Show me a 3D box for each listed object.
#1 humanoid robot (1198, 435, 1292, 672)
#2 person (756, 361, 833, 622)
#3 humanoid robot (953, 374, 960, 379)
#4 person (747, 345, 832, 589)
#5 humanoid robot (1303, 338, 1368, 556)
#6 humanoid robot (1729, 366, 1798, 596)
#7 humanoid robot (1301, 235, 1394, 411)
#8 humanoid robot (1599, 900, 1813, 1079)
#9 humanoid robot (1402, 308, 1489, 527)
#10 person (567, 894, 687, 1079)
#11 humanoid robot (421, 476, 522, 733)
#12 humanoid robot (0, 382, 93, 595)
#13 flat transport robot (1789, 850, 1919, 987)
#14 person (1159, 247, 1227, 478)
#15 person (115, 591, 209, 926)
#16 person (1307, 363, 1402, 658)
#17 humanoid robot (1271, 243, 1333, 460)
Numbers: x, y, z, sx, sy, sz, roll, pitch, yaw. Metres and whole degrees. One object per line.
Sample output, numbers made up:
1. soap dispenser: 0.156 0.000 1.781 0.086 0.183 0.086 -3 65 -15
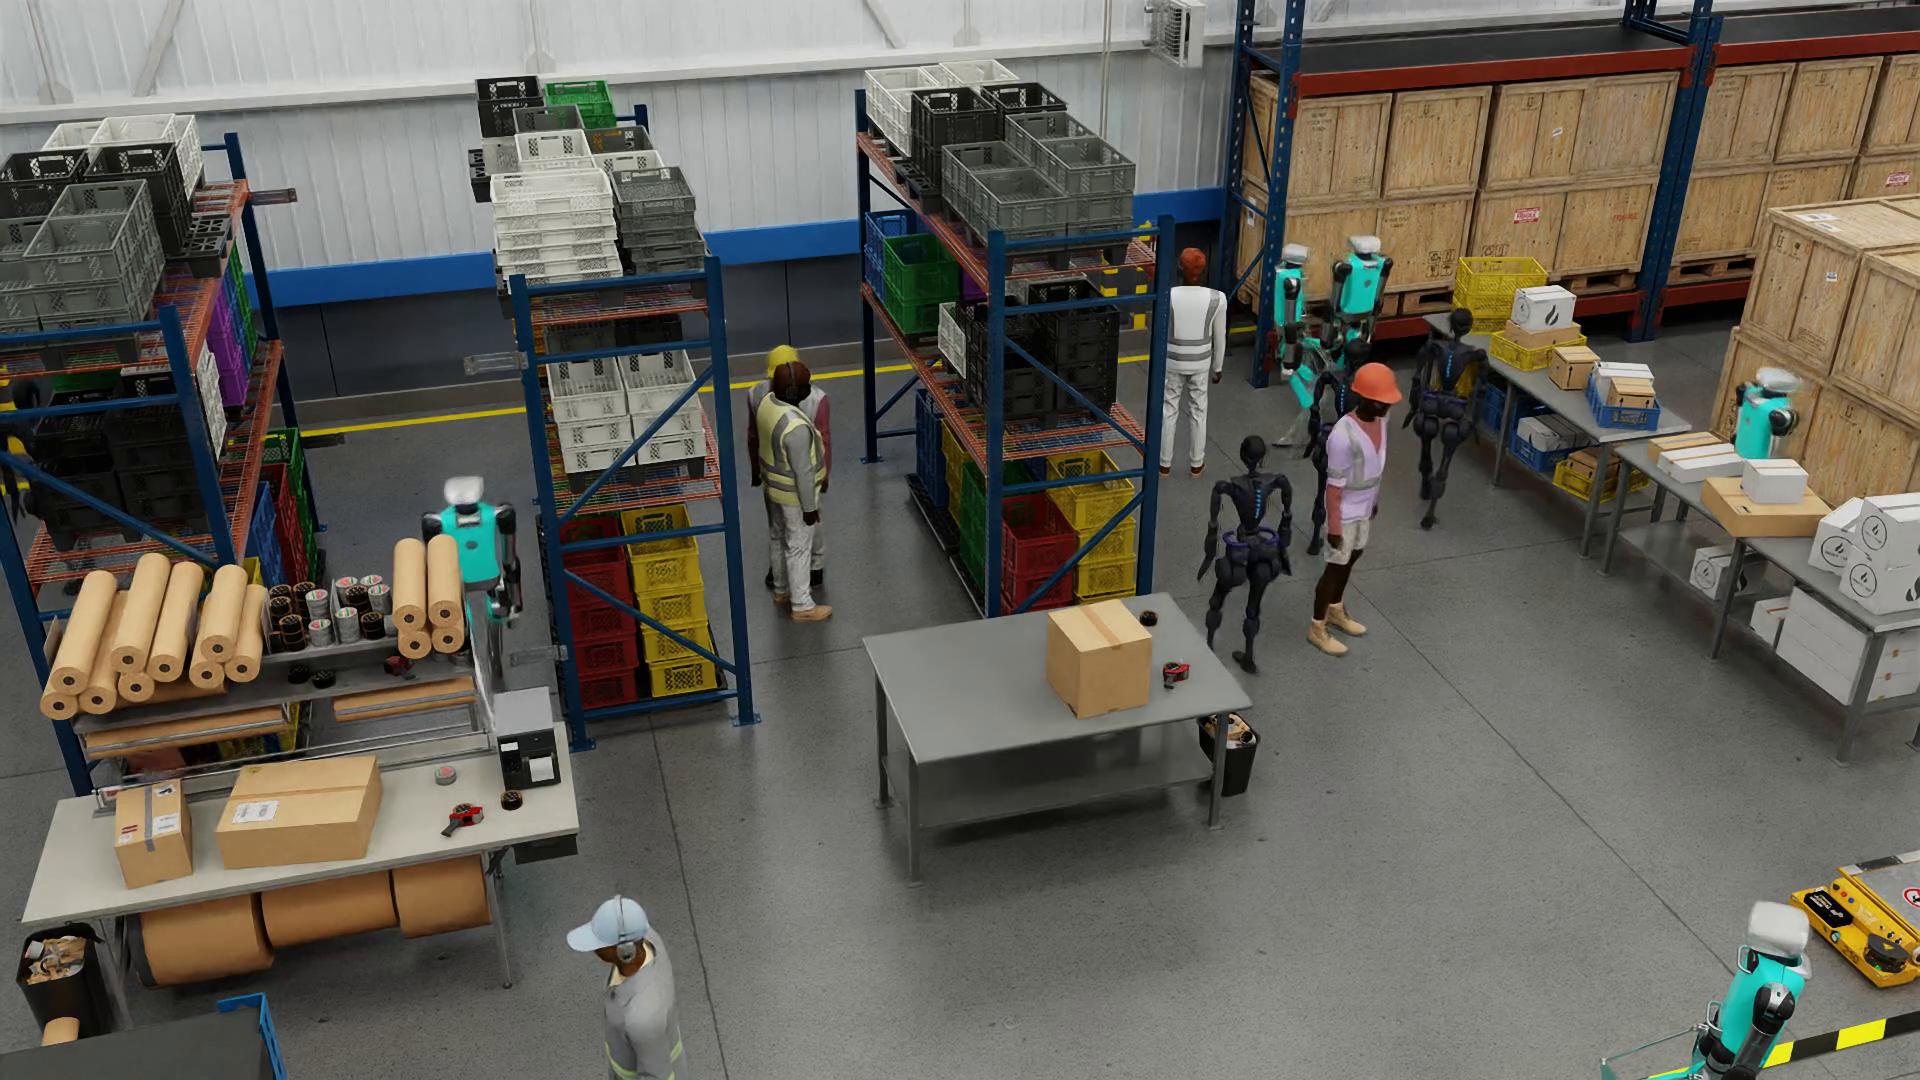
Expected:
1. humanoid robot: 1.814 0.076 10.550 0.609 1.646 0.390 -5 29 -10
2. person: -1.104 -0.334 11.136 0.429 1.842 0.630 -14 32 -24
3. humanoid robot: 0.195 -1.713 13.759 0.782 1.779 0.530 -2 29 -4
4. person: -1.171 -0.500 11.461 0.593 1.826 0.404 5 29 10
5. humanoid robot: 2.729 -0.653 11.872 0.599 1.657 0.315 18 34 30
6. humanoid robot: 5.580 -0.328 11.289 0.870 1.849 0.544 -5 29 -8
7. humanoid robot: 3.136 -1.753 13.849 0.539 1.740 1.022 -12 31 -20
8. humanoid robot: 2.862 2.099 6.678 0.735 1.677 0.533 12 31 21
9. humanoid robot: 3.621 -0.949 12.458 0.588 1.624 0.708 13 31 22
10. person: -1.278 2.148 6.609 0.385 1.850 0.596 -7 30 -13
11. humanoid robot: -2.955 0.280 10.144 0.555 1.765 0.970 -10 30 -17
12. humanoid robot: -6.156 -0.316 11.286 0.611 1.630 0.605 -8 30 -15
13. flat transport robot: 5.163 1.916 8.676 1.431 0.231 0.659 -8 30 -14
14. person: 1.765 -1.368 12.973 0.582 1.883 0.348 1 29 3
15. person: -4.051 1.038 8.566 0.925 1.917 0.598 -21 35 -33
16. person: 2.554 -0.201 10.704 0.427 2.034 0.609 23 36 35
17. humanoid robot: 2.791 -1.474 13.375 0.665 1.853 0.539 1 29 2
